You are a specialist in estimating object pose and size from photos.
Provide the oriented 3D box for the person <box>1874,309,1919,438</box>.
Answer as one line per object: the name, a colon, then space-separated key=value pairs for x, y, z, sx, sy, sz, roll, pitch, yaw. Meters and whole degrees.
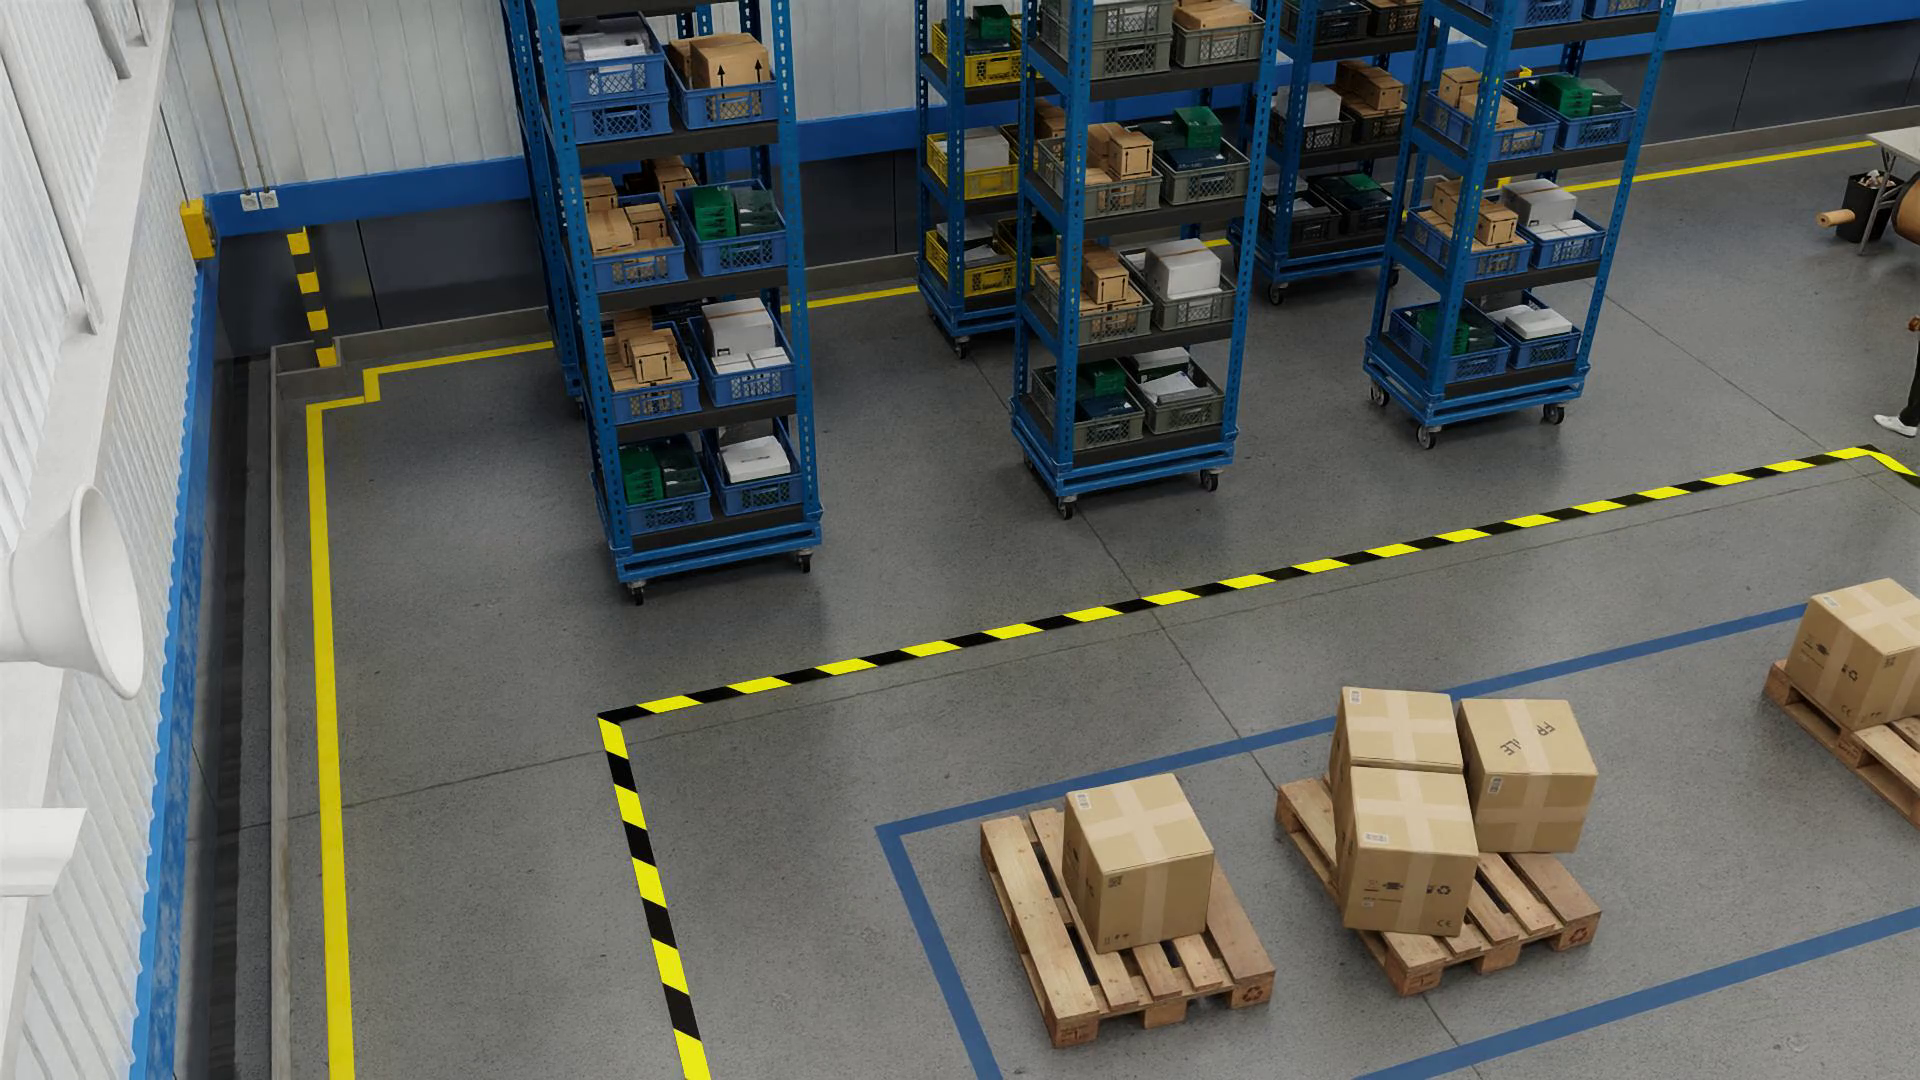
person: x=6.474 y=-1.534 z=10.861 sx=0.588 sy=1.847 sz=0.396 roll=-12 pitch=37 yaw=-16
